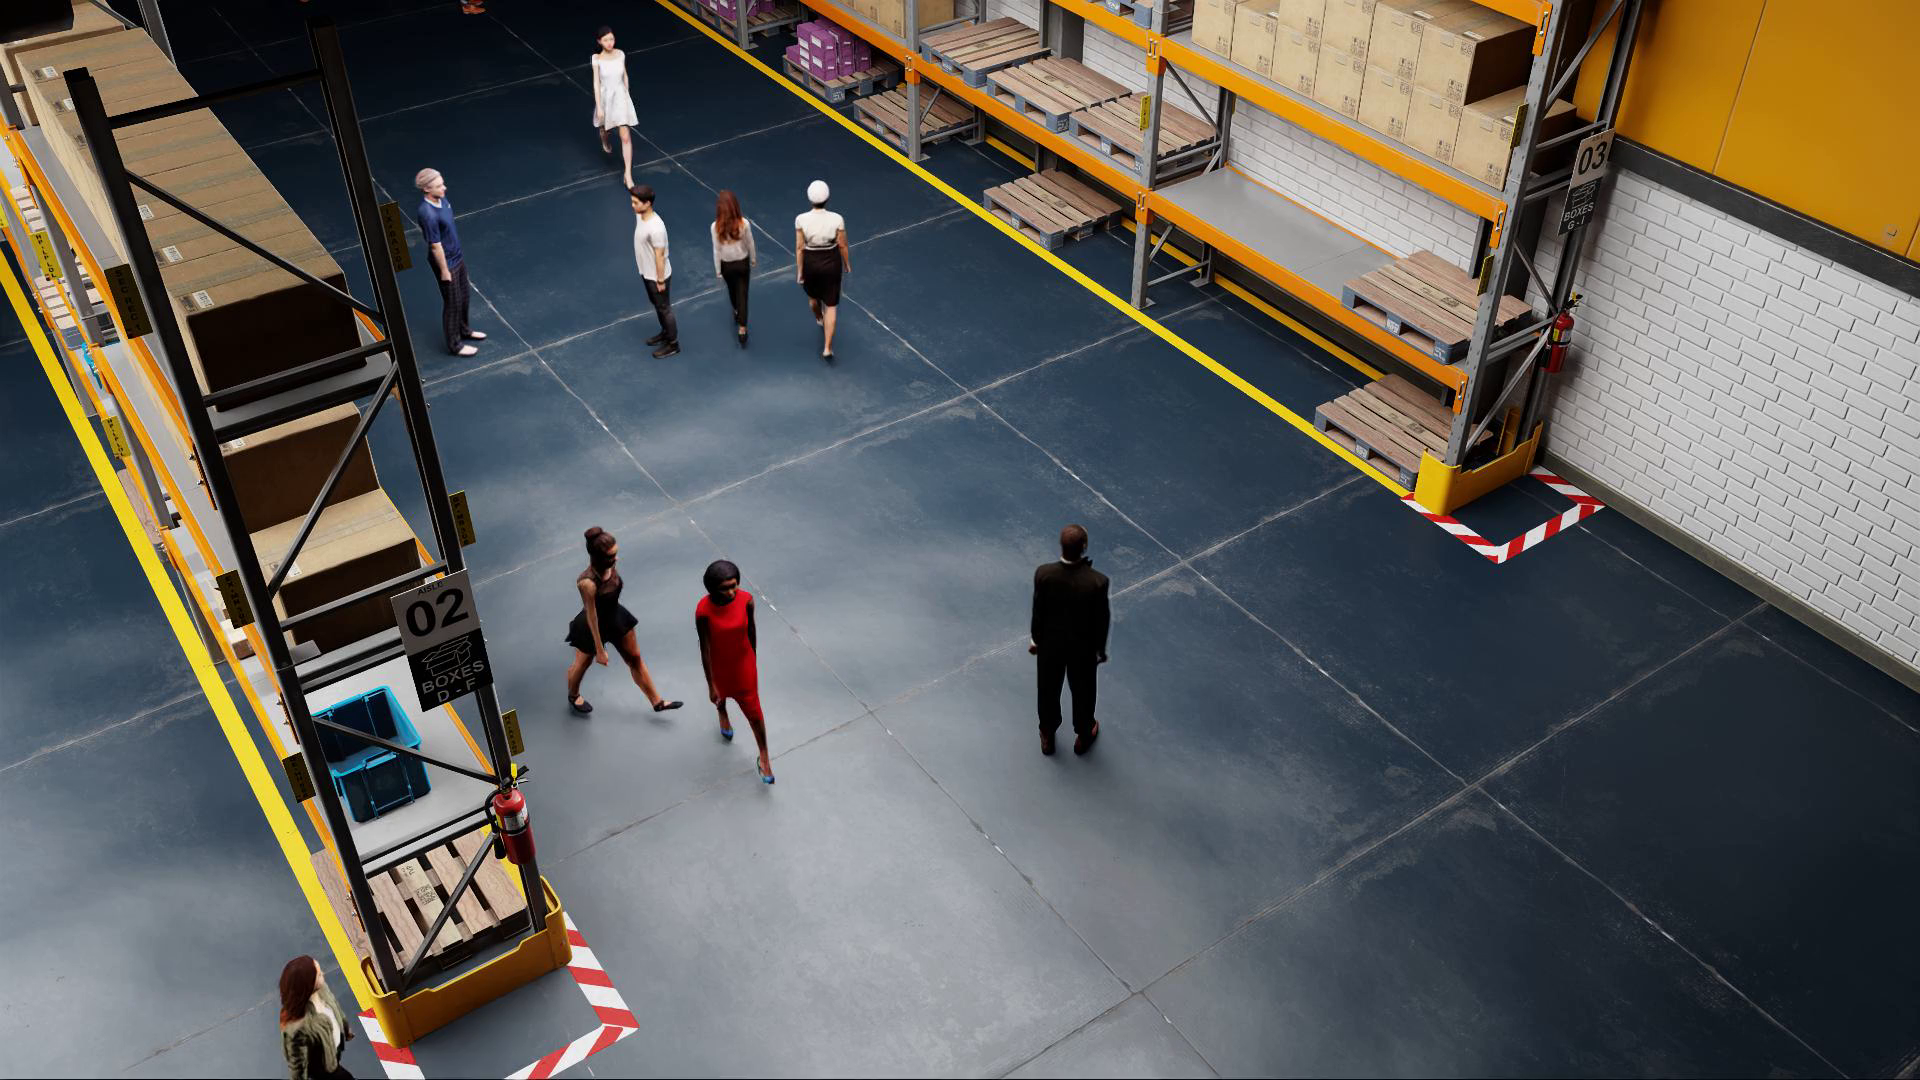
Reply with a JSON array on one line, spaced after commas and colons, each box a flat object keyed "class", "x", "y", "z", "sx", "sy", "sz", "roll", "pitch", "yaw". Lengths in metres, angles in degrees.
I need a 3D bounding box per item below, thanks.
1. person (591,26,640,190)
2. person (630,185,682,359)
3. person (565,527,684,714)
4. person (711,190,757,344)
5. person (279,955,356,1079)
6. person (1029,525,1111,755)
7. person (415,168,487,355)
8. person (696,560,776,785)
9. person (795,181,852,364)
[{"class": "person", "x": -3.837, "y": -4.774, "z": 18.232, "sx": 0.701, "sy": 1.744, "sz": 1.170, "roll": -19, "pitch": 42, "yaw": -22}, {"class": "person", "x": -2.824, "y": -2.535, "z": 15.450, "sx": 0.722, "sy": 1.718, "sz": 0.525, "roll": -17, "pitch": 42, "yaw": -20}, {"class": "person", "x": -2.569, "y": 0.588, "z": 11.605, "sx": 1.211, "sy": 1.636, "sz": 1.058, "roll": 14, "pitch": 41, "yaw": 17}, {"class": "person", "x": -2.109, "y": -2.552, "z": 15.682, "sx": 0.828, "sy": 1.455, "sz": 1.006, "roll": -4, "pitch": 39, "yaw": -5}, {"class": "person", "x": -3.519, "y": 2.793, "z": 9.007, "sx": 1.016, "sy": 1.431, "sz": 1.030, "roll": 1, "pitch": 39, "yaw": 1}, {"class": "person", "x": 0.734, "y": 0.692, "z": 11.262, "sx": 0.791, "sy": 1.902, "sz": 0.858, "roll": 7, "pitch": 39, "yaw": 9}, {"class": "person", "x": -4.765, "y": -2.586, "z": 15.397, "sx": 0.805, "sy": 1.864, "sz": 0.695, "roll": -1, "pitch": 39, "yaw": -1}, {"class": "person", "x": -1.605, "y": 0.793, "z": 11.293, "sx": 0.718, "sy": 1.706, "sz": 1.121, "roll": -15, "pitch": 41, "yaw": -18}, {"class": "person", "x": -1.268, "y": -2.424, "z": 15.310, "sx": 0.999, "sy": 1.719, "sz": 1.125, "roll": 0, "pitch": 39, "yaw": 0}]
